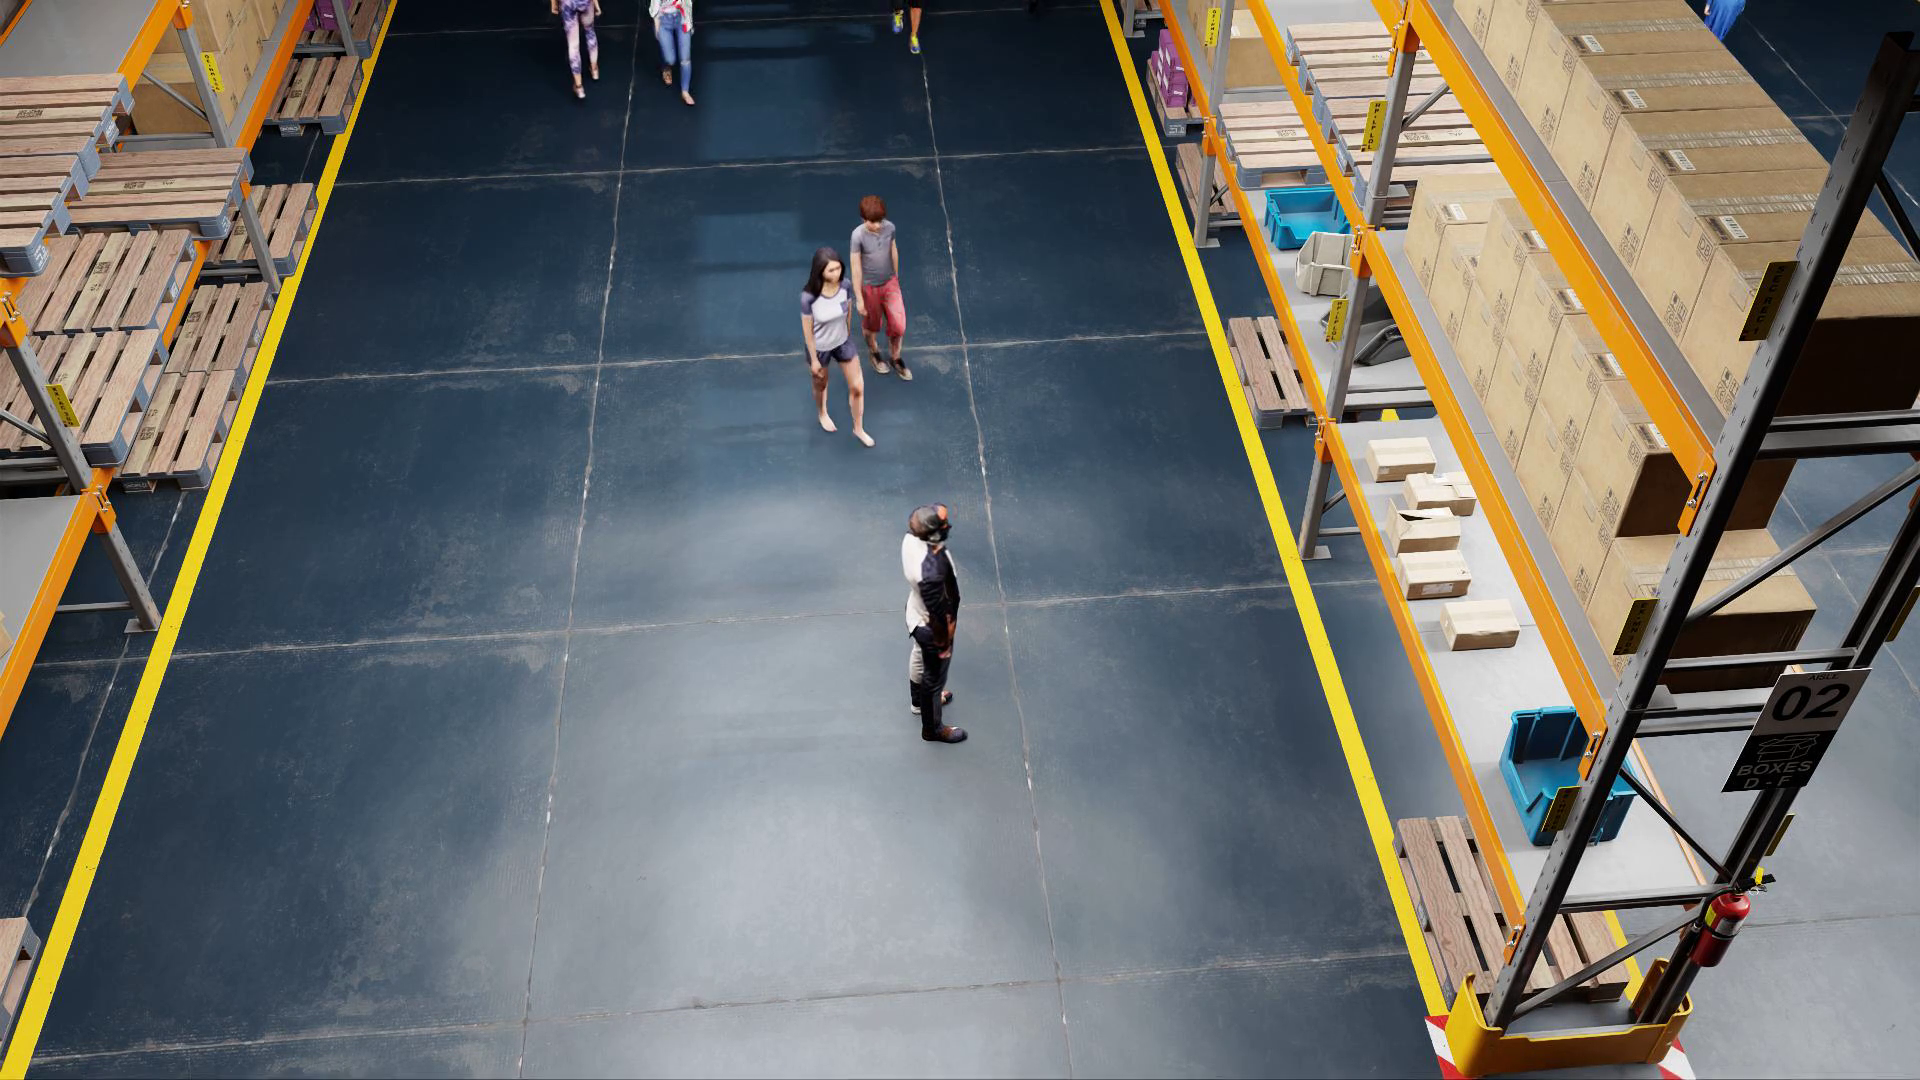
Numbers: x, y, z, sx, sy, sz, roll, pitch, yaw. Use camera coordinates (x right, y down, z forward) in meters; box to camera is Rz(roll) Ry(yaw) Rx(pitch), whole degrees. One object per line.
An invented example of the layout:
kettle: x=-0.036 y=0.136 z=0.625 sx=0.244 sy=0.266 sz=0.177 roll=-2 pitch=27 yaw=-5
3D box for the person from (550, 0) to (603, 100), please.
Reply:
person: x=-3.783 y=-5.221 z=16.327 sx=0.712 sy=1.721 sz=0.962 roll=-7 pitch=44 yaw=-8

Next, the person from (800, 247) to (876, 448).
person: x=-1.021 y=-1.504 z=12.451 sx=0.795 sy=1.686 sz=0.919 roll=-22 pitch=48 yaw=-21

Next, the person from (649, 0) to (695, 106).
person: x=-2.842 y=-5.074 z=16.261 sx=0.744 sy=1.599 sz=0.858 roll=-19 pitch=47 yaw=-19

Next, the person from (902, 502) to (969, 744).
person: x=-0.180 y=0.490 z=10.208 sx=0.774 sy=1.893 sz=0.581 roll=-10 pitch=45 yaw=-11

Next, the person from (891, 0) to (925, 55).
person: x=-0.547 y=-5.941 z=16.984 sx=0.668 sy=1.857 sz=0.863 roll=-7 pitch=44 yaw=-7

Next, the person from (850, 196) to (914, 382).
person: x=-0.701 y=-2.035 z=13.045 sx=0.725 sy=1.635 sz=0.809 roll=-20 pitch=47 yaw=-19
